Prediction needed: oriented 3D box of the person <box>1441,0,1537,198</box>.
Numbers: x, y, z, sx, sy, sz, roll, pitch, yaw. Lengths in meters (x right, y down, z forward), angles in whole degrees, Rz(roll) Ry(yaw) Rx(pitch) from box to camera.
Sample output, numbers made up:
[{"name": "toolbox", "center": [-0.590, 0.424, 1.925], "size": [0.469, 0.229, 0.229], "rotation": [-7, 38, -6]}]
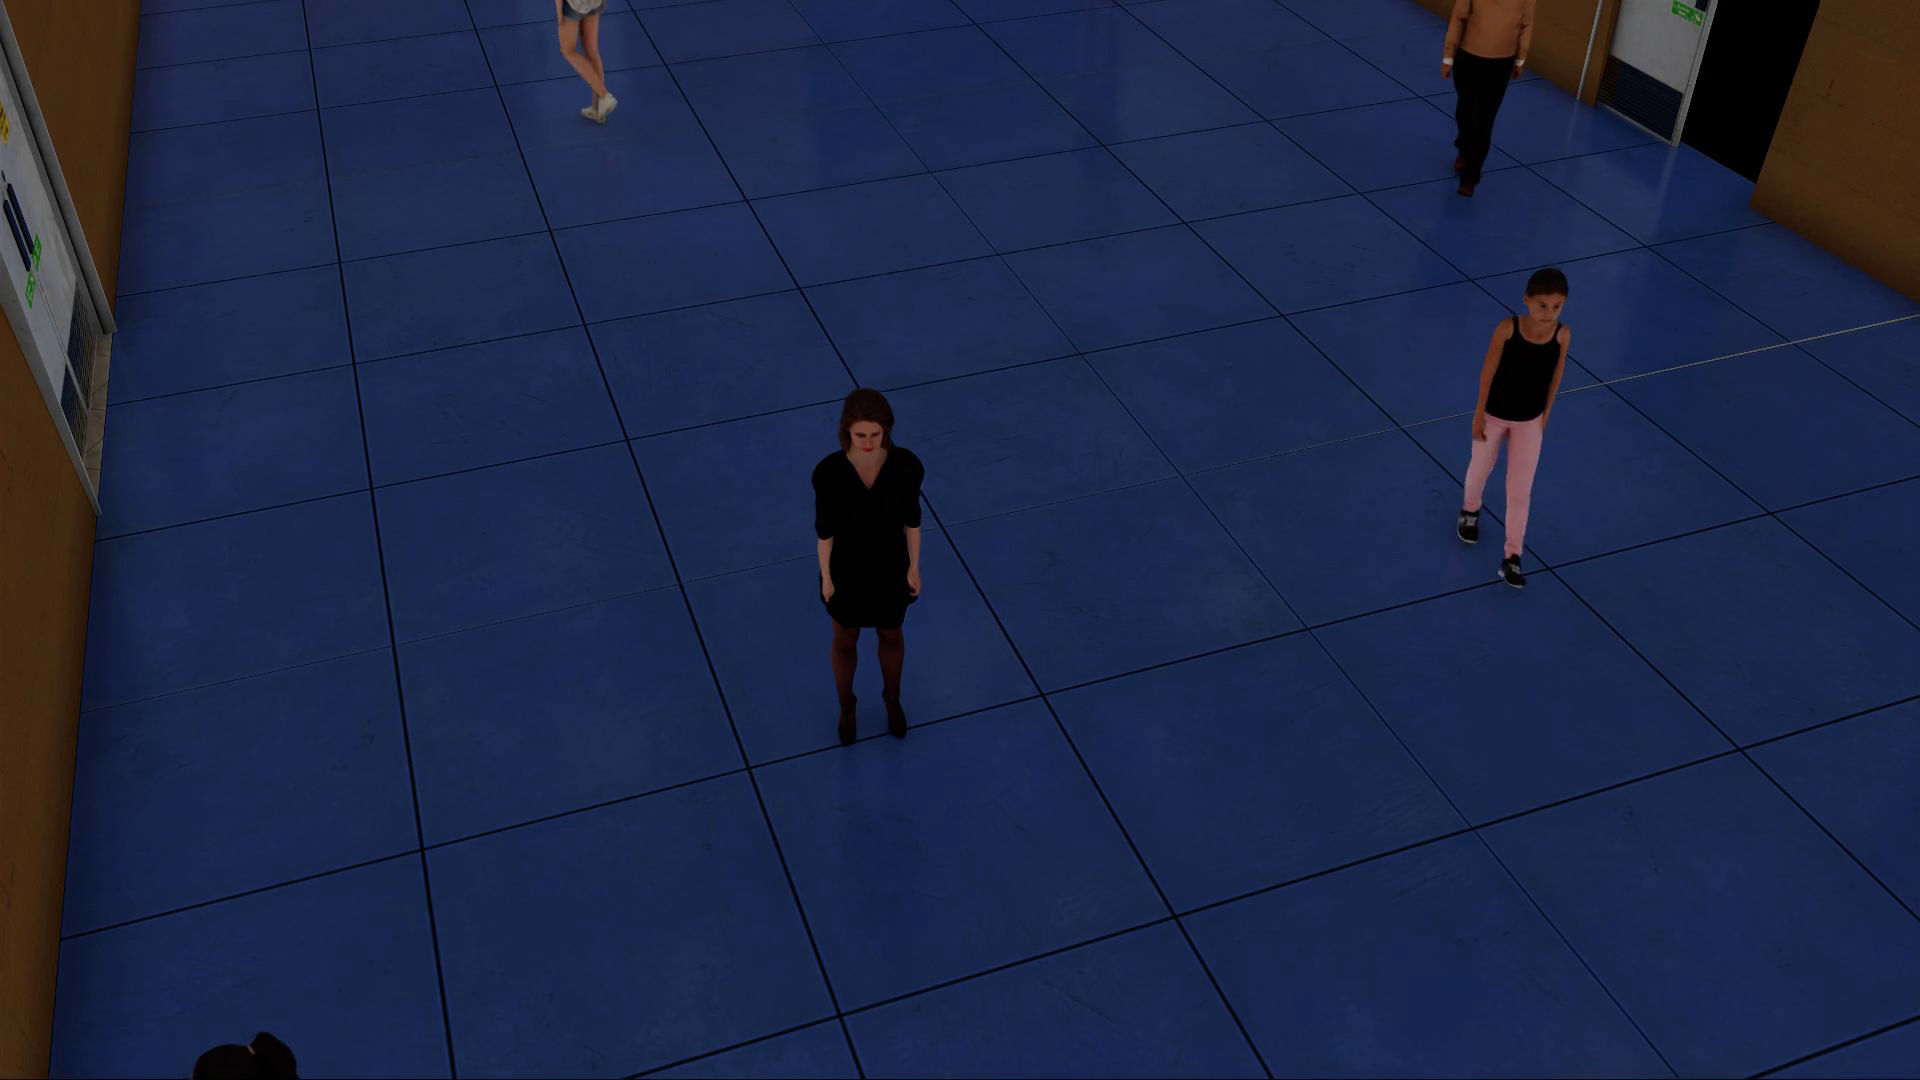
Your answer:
[{"name": "person", "center": [3.512, -3.219, 11.133], "size": [1.175, 1.704, 1.206], "rotation": [14, 39, 17]}]

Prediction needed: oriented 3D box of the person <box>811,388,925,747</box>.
[{"name": "person", "center": [-0.369, 0.120, 6.670], "size": [0.487, 1.706, 0.678], "rotation": [-6, 37, -8]}]

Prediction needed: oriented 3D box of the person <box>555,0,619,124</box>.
[{"name": "person", "center": [-2.646, -3.779, 11.843], "size": [0.816, 1.748, 0.787], "rotation": [30, 46, 34]}]

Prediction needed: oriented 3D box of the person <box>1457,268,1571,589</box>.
[{"name": "person", "center": [2.559, -0.606, 7.799], "size": [0.946, 1.528, 0.880], "rotation": [7, 37, 9]}]
